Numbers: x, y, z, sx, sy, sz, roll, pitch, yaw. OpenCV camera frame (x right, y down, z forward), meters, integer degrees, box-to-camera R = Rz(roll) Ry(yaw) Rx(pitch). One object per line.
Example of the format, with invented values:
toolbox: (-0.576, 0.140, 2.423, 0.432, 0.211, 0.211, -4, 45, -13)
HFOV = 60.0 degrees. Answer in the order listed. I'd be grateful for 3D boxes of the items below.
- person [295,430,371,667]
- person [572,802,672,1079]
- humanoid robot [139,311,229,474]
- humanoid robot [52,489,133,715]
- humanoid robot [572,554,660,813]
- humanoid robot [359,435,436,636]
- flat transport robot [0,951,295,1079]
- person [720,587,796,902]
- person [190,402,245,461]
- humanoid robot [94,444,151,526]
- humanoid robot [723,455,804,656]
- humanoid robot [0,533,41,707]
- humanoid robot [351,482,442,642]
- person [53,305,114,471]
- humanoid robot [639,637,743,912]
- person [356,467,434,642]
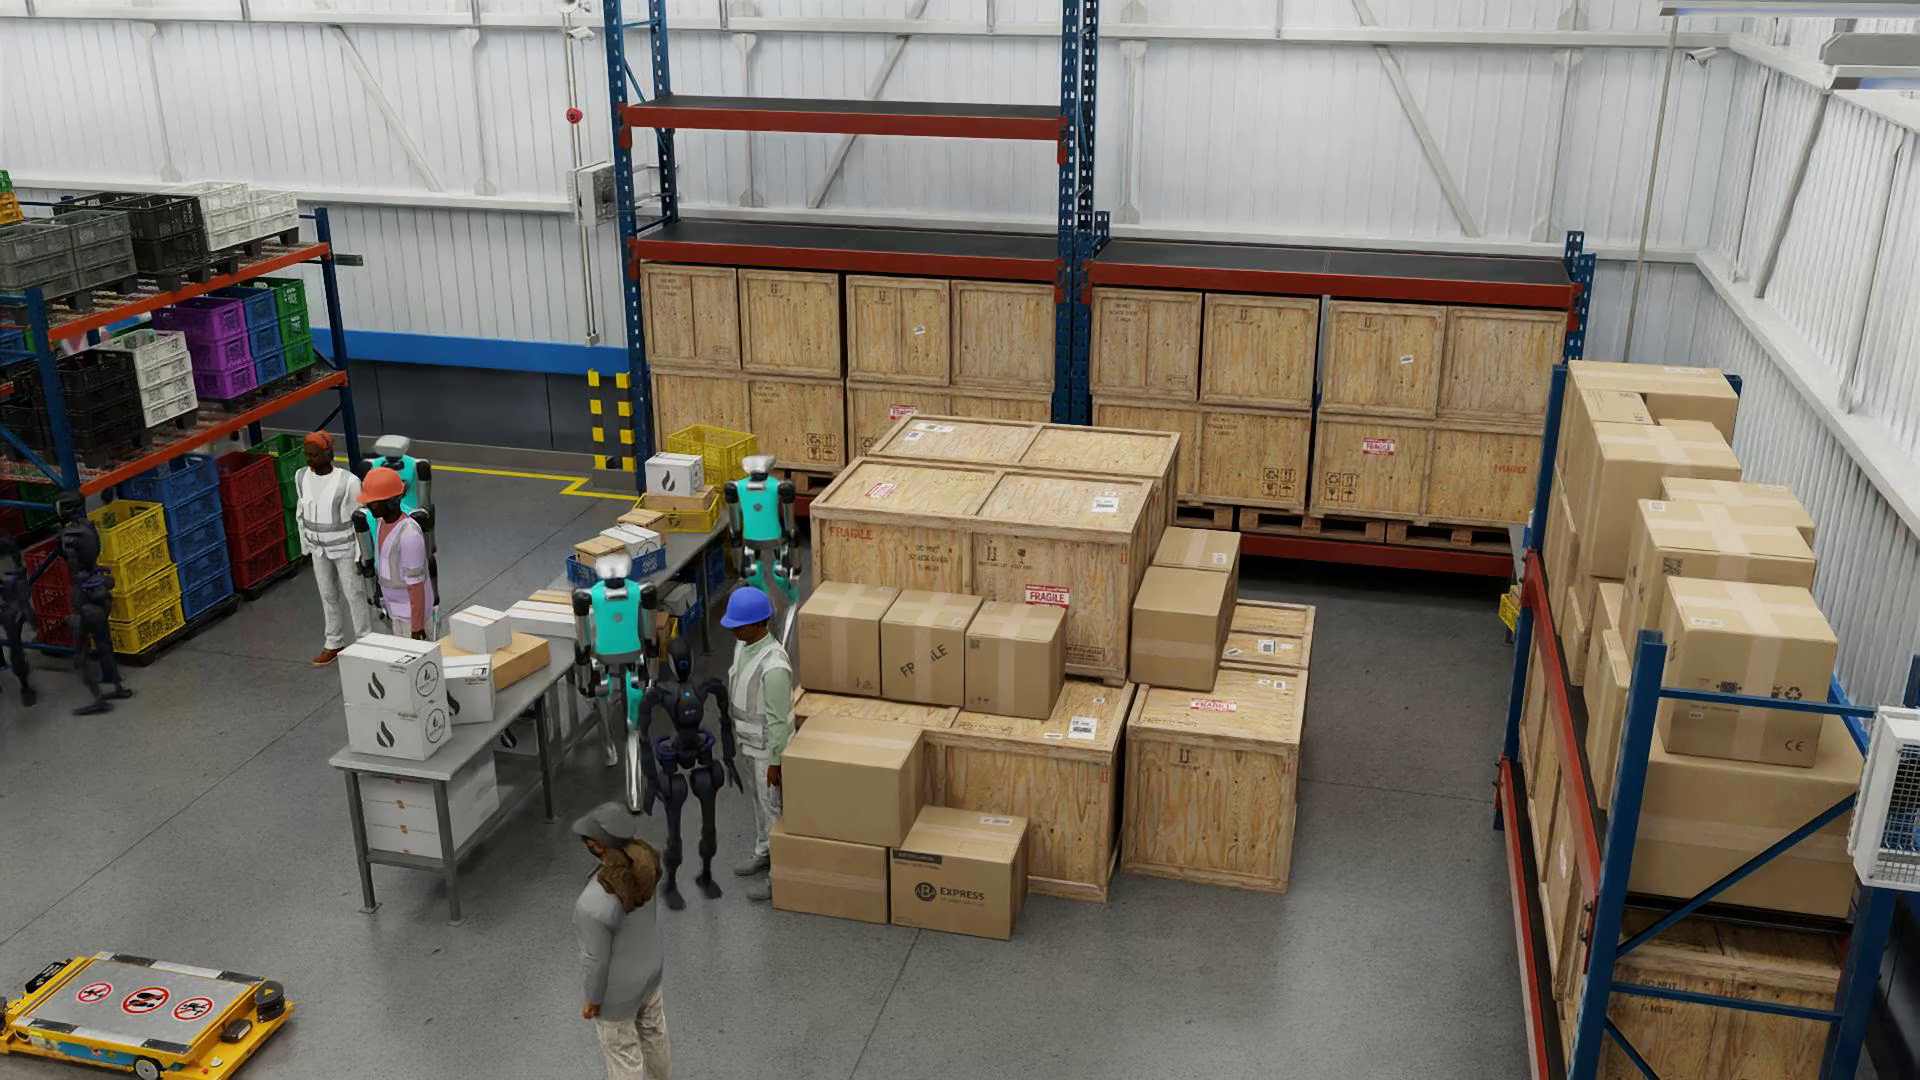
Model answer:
person: (-4.738, 0.083, 12.570, 0.573, 1.882, 0.353, 6, 22, 15)
person: (-1.547, 2.003, 7.702, 0.399, 1.768, 0.560, 7, 22, 18)
humanoid robot: (-7.783, -1.476, 16.869, 0.797, 1.790, 0.530, -14, 25, -33)
humanoid robot: (-6.260, 0.424, 11.956, 0.314, 1.652, 0.613, -5, 21, -12)
humanoid robot: (-2.255, 0.835, 10.889, 0.533, 1.773, 1.041, -6, 22, -16)
humanoid robot: (-4.267, 0.110, 12.614, 0.547, 1.748, 0.680, -2, 21, -5)
flat transport robot: (-4.270, 2.464, 8.601, 1.431, 0.231, 0.659, 5, 22, 13)
person: (-1.157, 1.163, 9.672, 0.411, 1.939, 0.602, -9, 23, -23)
person: (-7.117, -1.168, 15.963, 0.629, 1.792, 0.930, 2, 21, 6)
humanoid robot: (-7.880, -0.933, 15.587, 0.609, 1.628, 0.724, 7, 22, 18)
humanoid robot: (-1.429, 0.175, 12.663, 0.552, 1.889, 0.781, 2, 21, 5)
humanoid robot: (-6.933, 0.442, 11.935, 0.601, 1.640, 0.399, -3, 21, -8)
humanoid robot: (-3.967, 0.303, 12.007, 0.533, 1.677, 0.735, 0, 21, 0)
person: (-8.931, -1.595, 17.107, 0.615, 1.777, 0.712, 4, 21, 11)
humanoid robot: (-1.550, 1.331, 9.587, 0.589, 1.656, 0.349, -10, 23, -25)
person: (-3.809, 0.468, 11.362, 0.413, 2.034, 0.601, -15, 26, -34)
